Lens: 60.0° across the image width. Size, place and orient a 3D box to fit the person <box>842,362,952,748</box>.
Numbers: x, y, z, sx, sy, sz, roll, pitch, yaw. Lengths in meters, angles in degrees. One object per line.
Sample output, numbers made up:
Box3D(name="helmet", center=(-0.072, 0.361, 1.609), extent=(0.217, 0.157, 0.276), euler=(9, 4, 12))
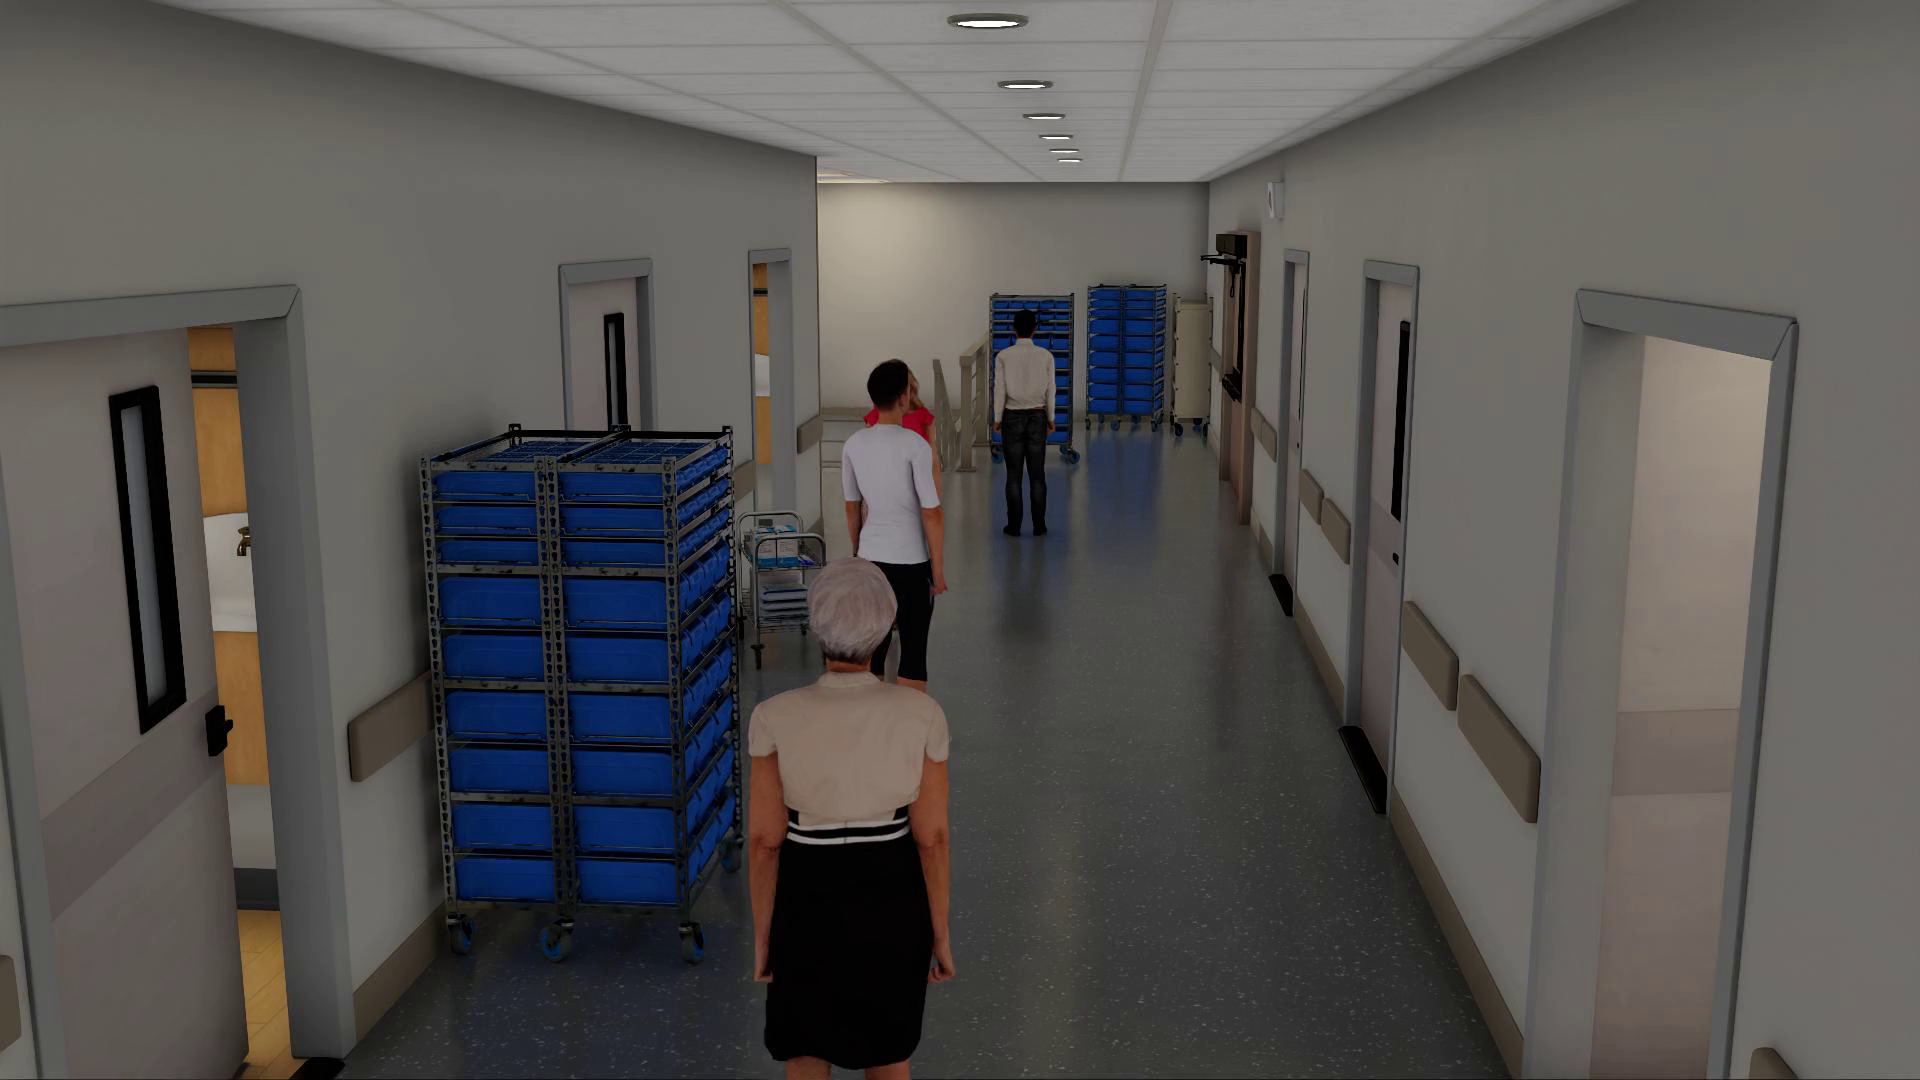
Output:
Box3D(name="person", center=(-0.313, 0.089, 7.809), extent=(0.751, 1.851, 0.735), euler=(7, 13, 32))

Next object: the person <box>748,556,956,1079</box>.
Box3D(name="person", center=(-0.242, 0.925, 3.697), extent=(0.695, 1.742, 0.899), euler=(-1, 11, -3))

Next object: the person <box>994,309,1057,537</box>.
Box3D(name="person", center=(0.520, -0.942, 13.348), extent=(0.693, 1.812, 0.606), euler=(-1, 11, -4))

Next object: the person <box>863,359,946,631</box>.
Box3D(name="person", center=(-0.365, -0.216, 9.898), extent=(0.870, 1.670, 1.160), euler=(-3, 11, -17))
